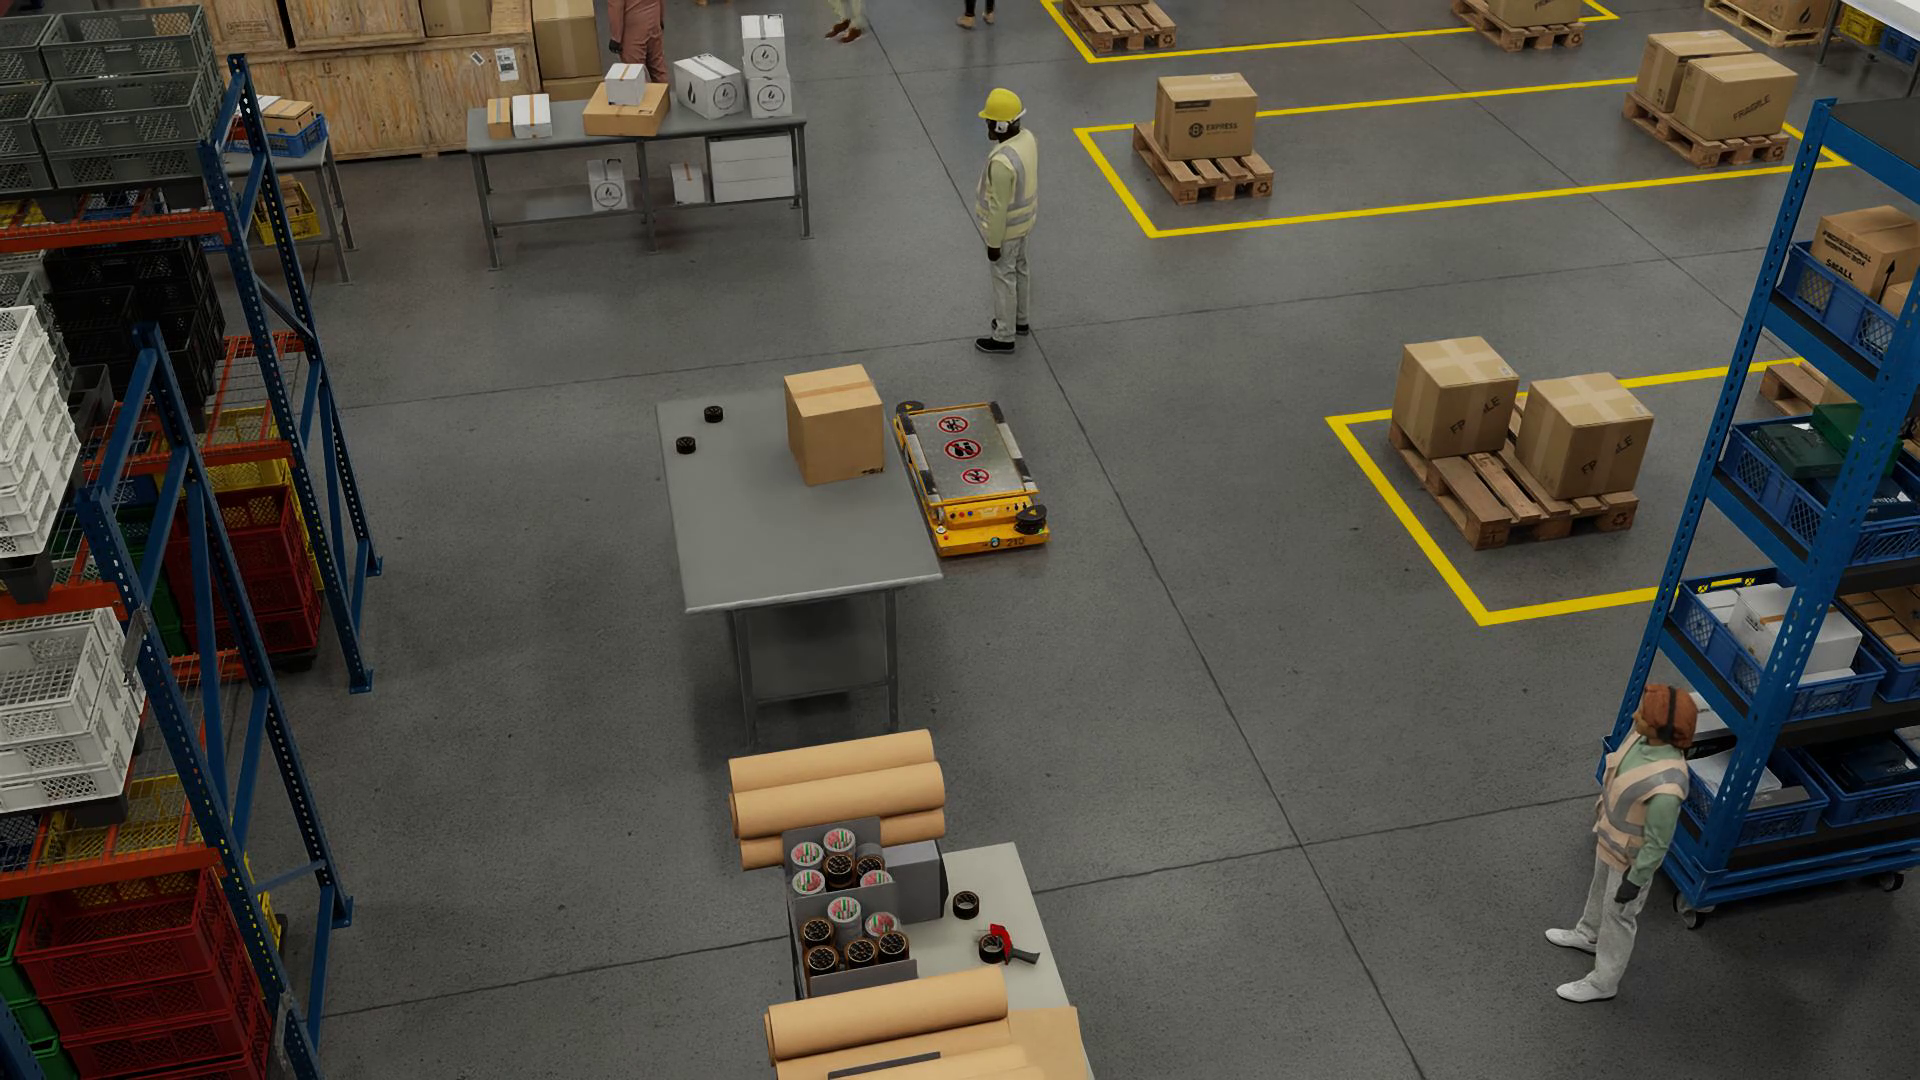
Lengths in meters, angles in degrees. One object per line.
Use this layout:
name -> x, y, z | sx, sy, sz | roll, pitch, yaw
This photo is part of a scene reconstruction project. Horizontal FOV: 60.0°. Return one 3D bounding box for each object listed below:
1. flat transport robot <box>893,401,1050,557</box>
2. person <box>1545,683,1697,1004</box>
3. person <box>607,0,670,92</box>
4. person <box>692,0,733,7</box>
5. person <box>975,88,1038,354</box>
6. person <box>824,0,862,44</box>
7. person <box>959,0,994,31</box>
flat transport robot -> 0.046, -0.430, 10.108 | 0.652, 0.197, 1.431 | -8, 37, -10
person -> 2.699, 1.228, 6.740 | 0.309, 1.639, 0.523 | 5, 37, 7
person -> -2.731, -4.338, 14.001 | 0.409, 1.909, 0.643 | 21, 42, 26
person -> -2.559, -6.325, 16.723 | 0.627, 1.847, 0.429 | -14, 39, -18
person -> 0.304, -2.125, 11.096 | 0.403, 1.823, 0.595 | 12, 38, 16
person -> -1.137, -5.628, 15.785 | 0.491, 1.845, 0.537 | -28, 45, -33
person -> 0.150, -5.855, 16.225 | 0.564, 1.695, 0.416 | -15, 39, -19
